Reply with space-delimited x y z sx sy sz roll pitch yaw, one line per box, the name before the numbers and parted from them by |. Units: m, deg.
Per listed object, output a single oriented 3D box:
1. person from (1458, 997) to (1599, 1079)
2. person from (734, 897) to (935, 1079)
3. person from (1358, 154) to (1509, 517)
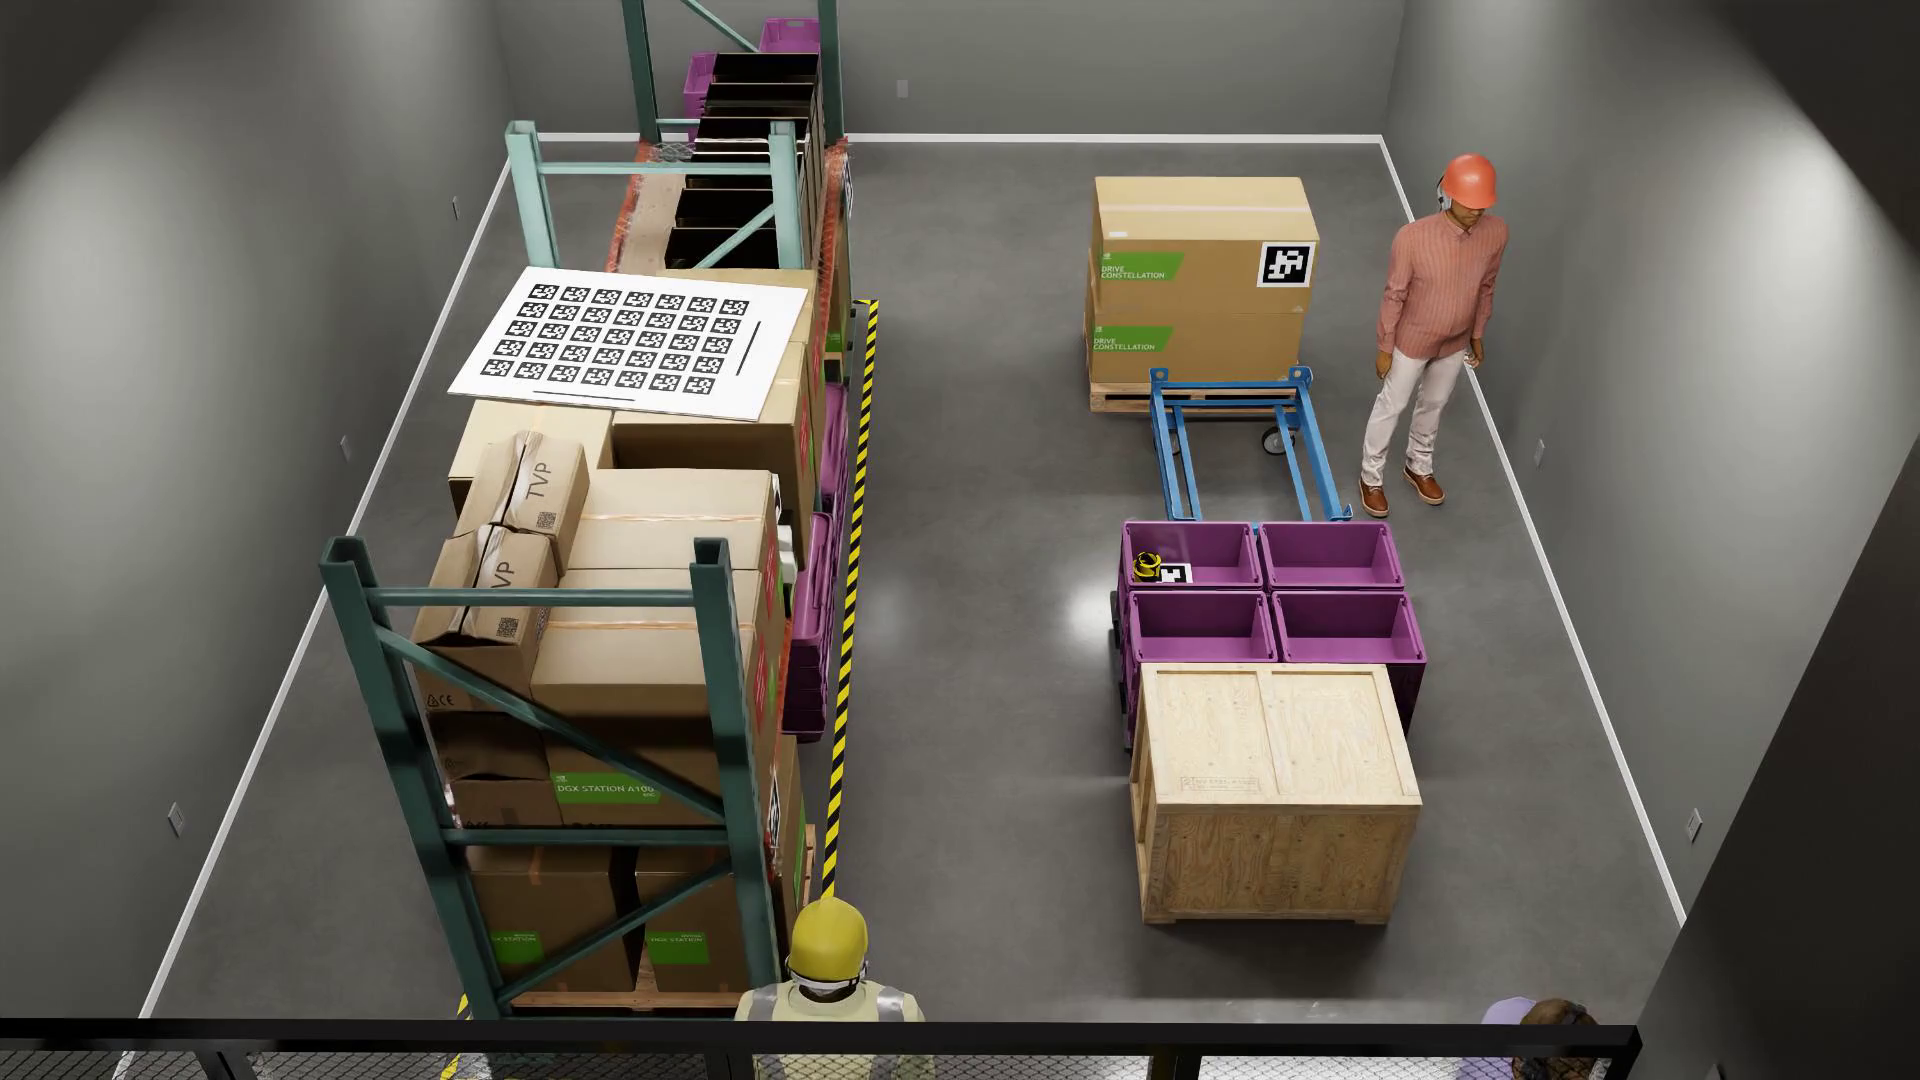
person | 1.539 1.940 4.902 0.355 1.936 0.637 11 42 12
person | -0.376 1.739 5.210 0.601 1.830 0.404 0 41 0
person | 2.331 -0.999 8.211 0.612 1.995 0.377 -11 43 -13
